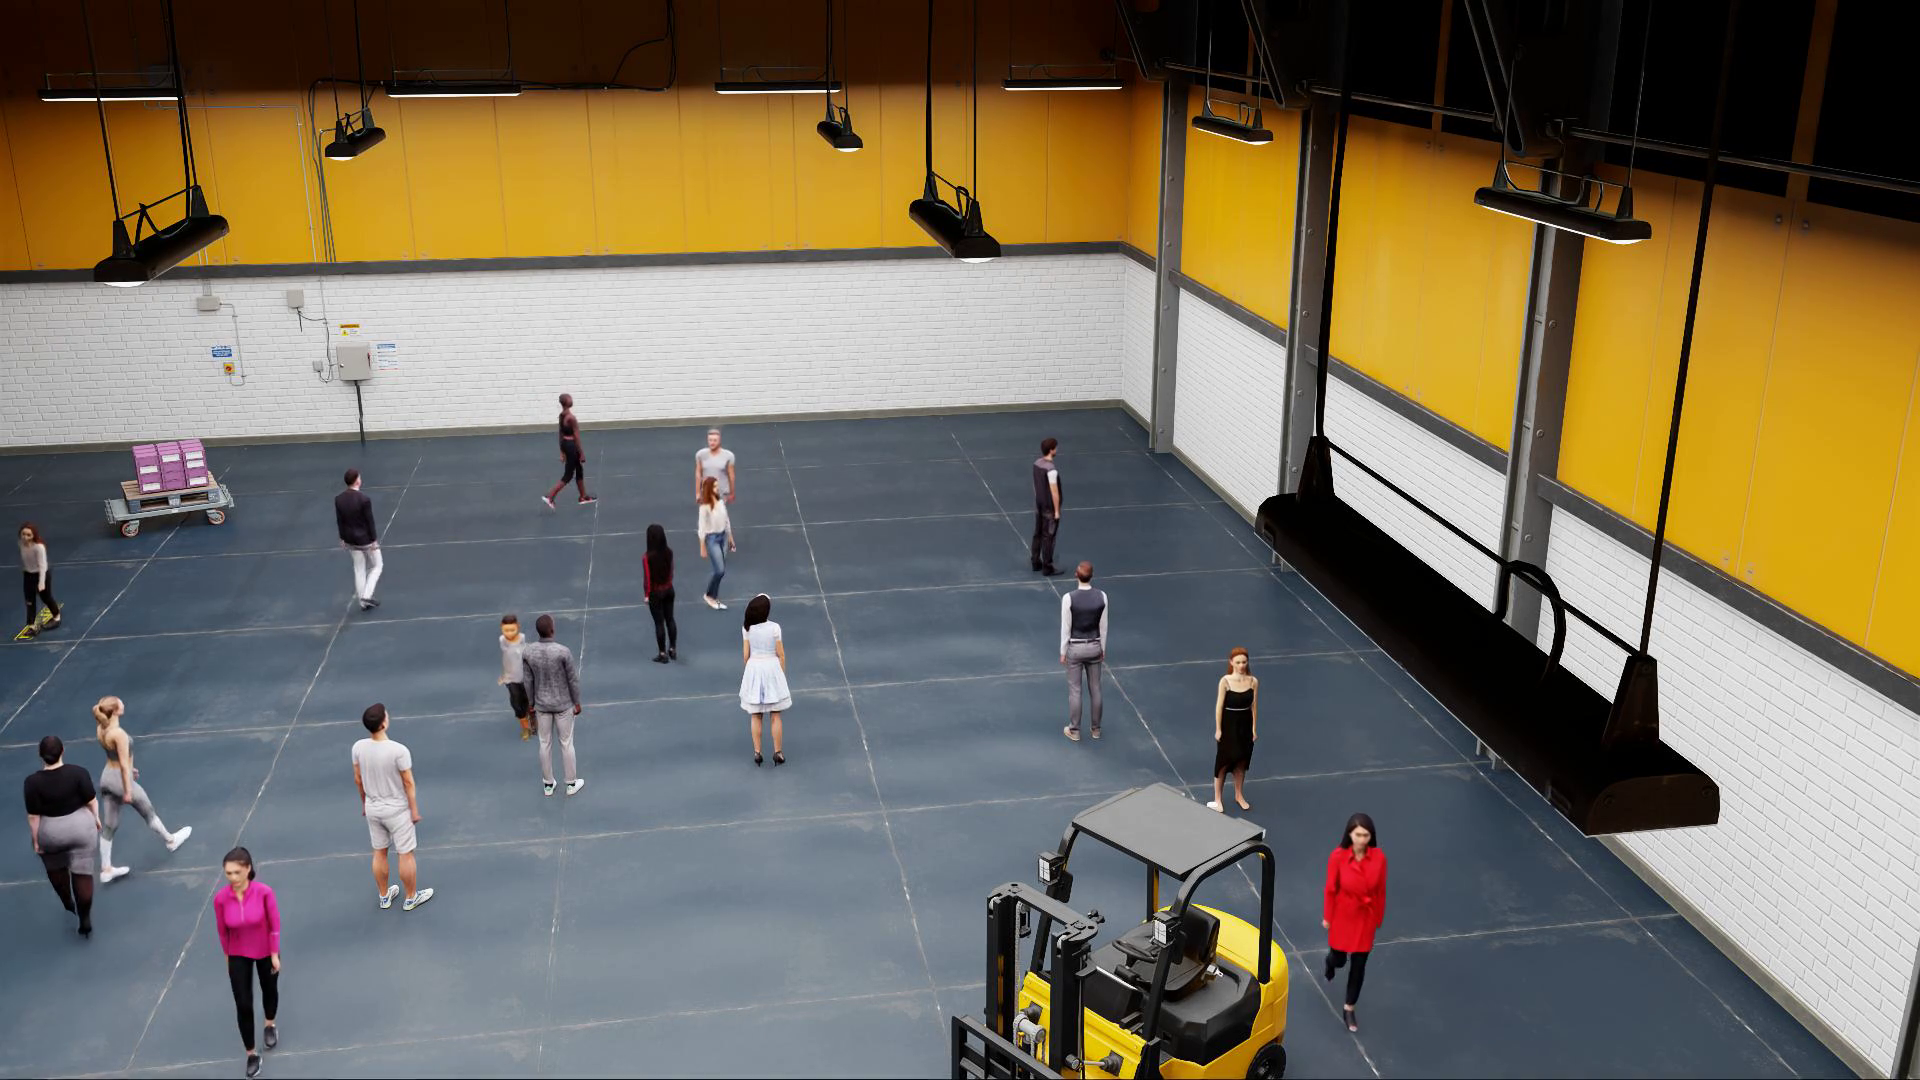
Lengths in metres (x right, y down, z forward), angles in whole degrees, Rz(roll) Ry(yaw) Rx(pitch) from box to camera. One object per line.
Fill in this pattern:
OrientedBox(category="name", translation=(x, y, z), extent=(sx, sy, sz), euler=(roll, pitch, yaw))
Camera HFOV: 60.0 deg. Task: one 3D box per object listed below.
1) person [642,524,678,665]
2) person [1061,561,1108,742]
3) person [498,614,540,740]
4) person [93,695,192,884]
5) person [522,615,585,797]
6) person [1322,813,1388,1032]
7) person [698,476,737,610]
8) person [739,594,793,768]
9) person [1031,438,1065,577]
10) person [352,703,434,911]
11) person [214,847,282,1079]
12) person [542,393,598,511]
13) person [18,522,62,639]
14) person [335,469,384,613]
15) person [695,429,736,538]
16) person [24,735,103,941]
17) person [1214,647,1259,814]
OrientedBox(category="person", translation=(-3.436, 0.612, 19.161), extent=(0.706, 1.658, 0.658), euler=(14, 23, 36))
OrientedBox(category="person", translation=(1.282, 1.133, 17.176), extent=(0.643, 1.937, 0.550), euler=(-3, 19, -9))
OrientedBox(category="person", translation=(-4.588, 1.353, 17.298), extent=(0.596, 1.442, 0.615), euler=(-3, 19, -10))
OrientedBox(category="person", translation=(-7.394, 2.187, 14.487), extent=(1.005, 1.656, 1.142), euler=(10, 21, 27))
OrientedBox(category="person", translation=(-3.919, 1.581, 16.001), extent=(0.725, 1.839, 0.633), euler=(1, 19, 3))
OrientedBox(category="person", translation=(2.937, 2.809, 12.509), extent=(0.684, 1.739, 0.875), euler=(0, 19, -1))
OrientedBox(category="person", translation=(-3.118, 0.033, 20.788), extent=(0.760, 1.716, 0.691), euler=(11, 21, 29))
OrientedBox(category="person", translation=(-1.943, 1.401, 16.568), extent=(0.772, 1.818, 0.803), euler=(1, 19, 4))
OrientedBox(category="person", translation=(1.145, -0.451, 22.018), extent=(0.791, 1.848, 0.632), euler=(-10, 21, -27))
OrientedBox(category="person", translation=(-4.824, 2.245, 14.002), extent=(0.762, 1.855, 0.734), euler=(4, 19, 13))
OrientedBox(category="person", translation=(-5.138, 2.971, 12.131), extent=(0.674, 1.673, 0.928), euler=(-7, 20, -19))
OrientedBox(category="person", translation=(-5.872, -1.285, 24.684), extent=(1.005, 1.727, 1.141), euler=(-14, 23, -36))
OrientedBox(category="person", translation=(-11.083, 0.442, 20.016), extent=(0.792, 1.434, 1.003), euler=(6, 20, 18))
OrientedBox(category="person", translation=(-7.473, 0.037, 20.586), extent=(0.773, 1.838, 0.765), euler=(4, 19, 12))
OrientedBox(category="person", translation=(-3.313, -0.653, 22.691), extent=(0.939, 1.801, 1.233), euler=(3, 19, 8))
OrientedBox(category="person", translation=(-7.277, 2.463, 13.555), extent=(0.840, 1.727, 1.009), euler=(-10, 21, -26))
OrientedBox(category="person", translation=(2.609, 1.777, 15.752), extent=(0.550, 1.625, 0.557), euler=(-3, 19, -10))
